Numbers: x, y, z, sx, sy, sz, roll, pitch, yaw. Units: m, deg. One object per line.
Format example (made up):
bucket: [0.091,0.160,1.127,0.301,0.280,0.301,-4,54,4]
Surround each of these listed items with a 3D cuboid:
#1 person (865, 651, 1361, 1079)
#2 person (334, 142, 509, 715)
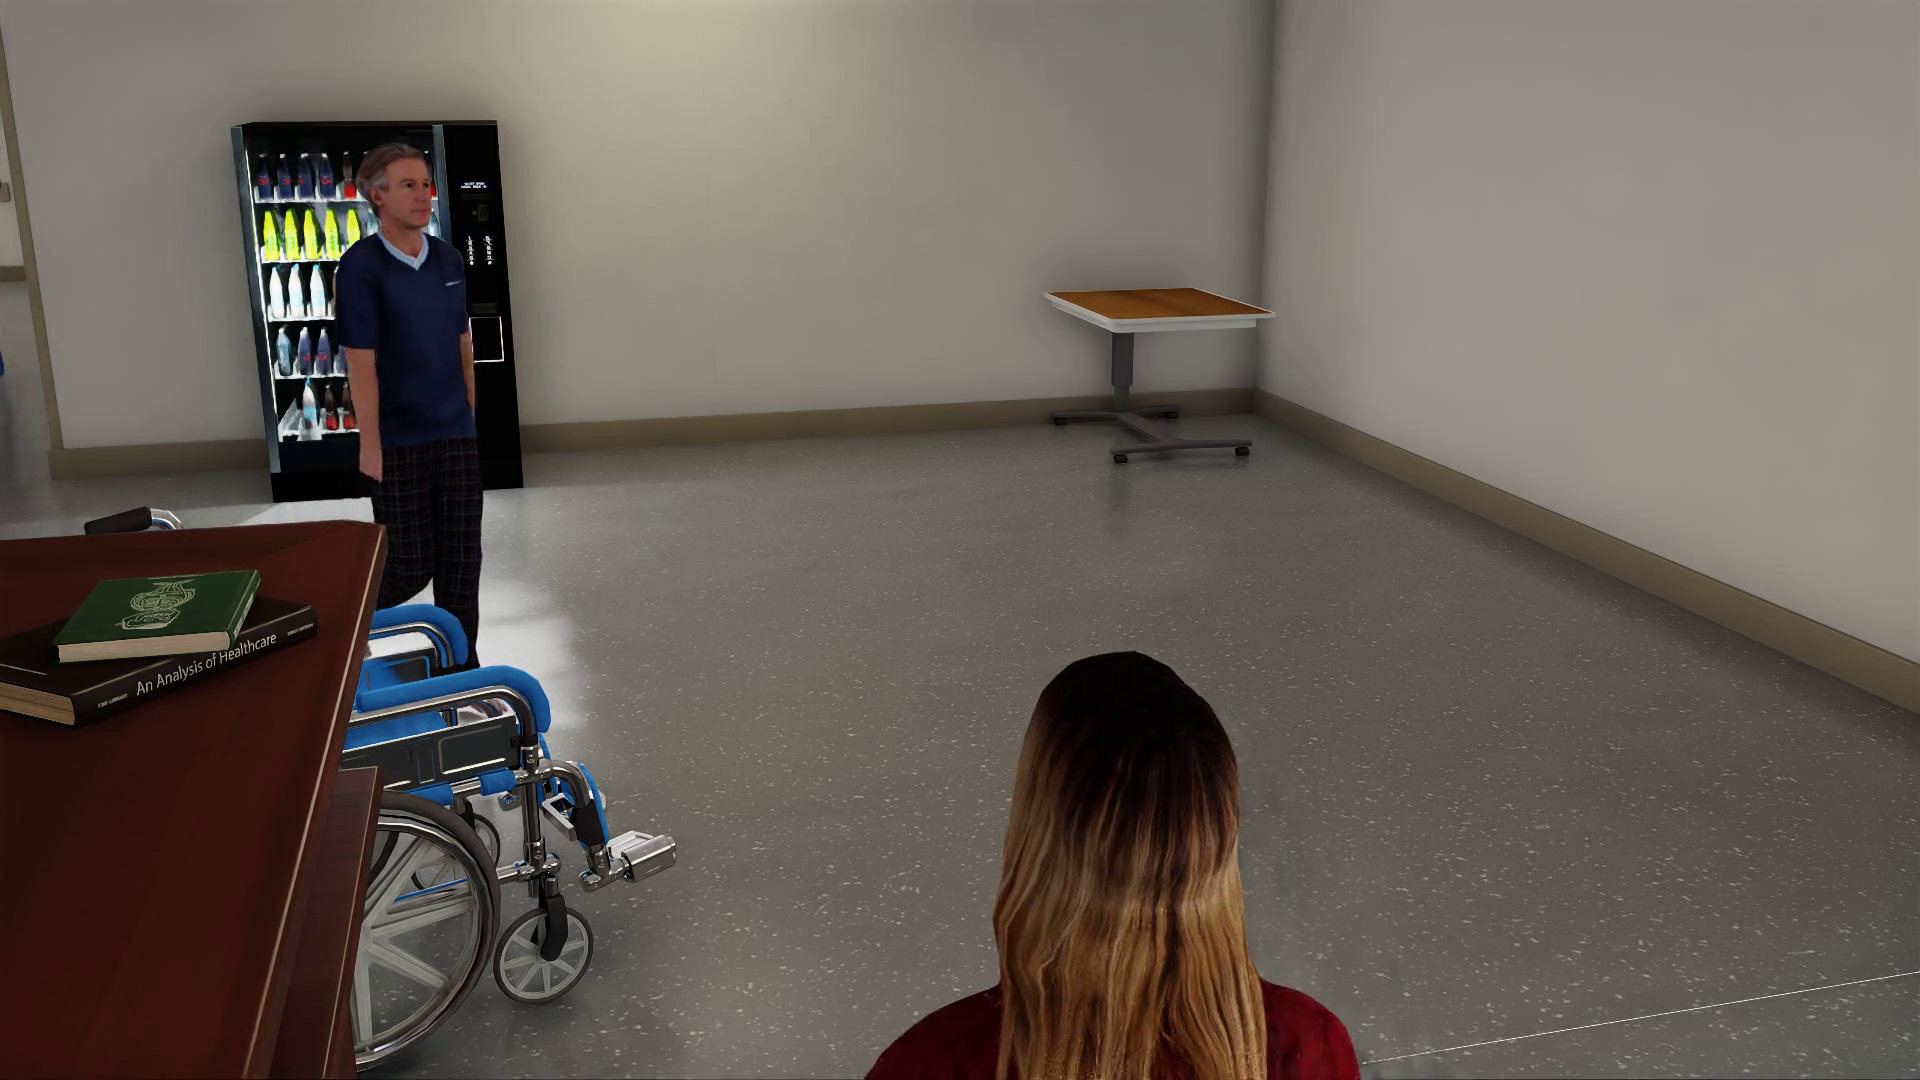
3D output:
person: [0.140,0.914,1.451,0.757,1.612,0.702,-3,16,-11]
person: [-1.825,-0.332,5.415,1.021,1.859,0.978,11,19,33]
